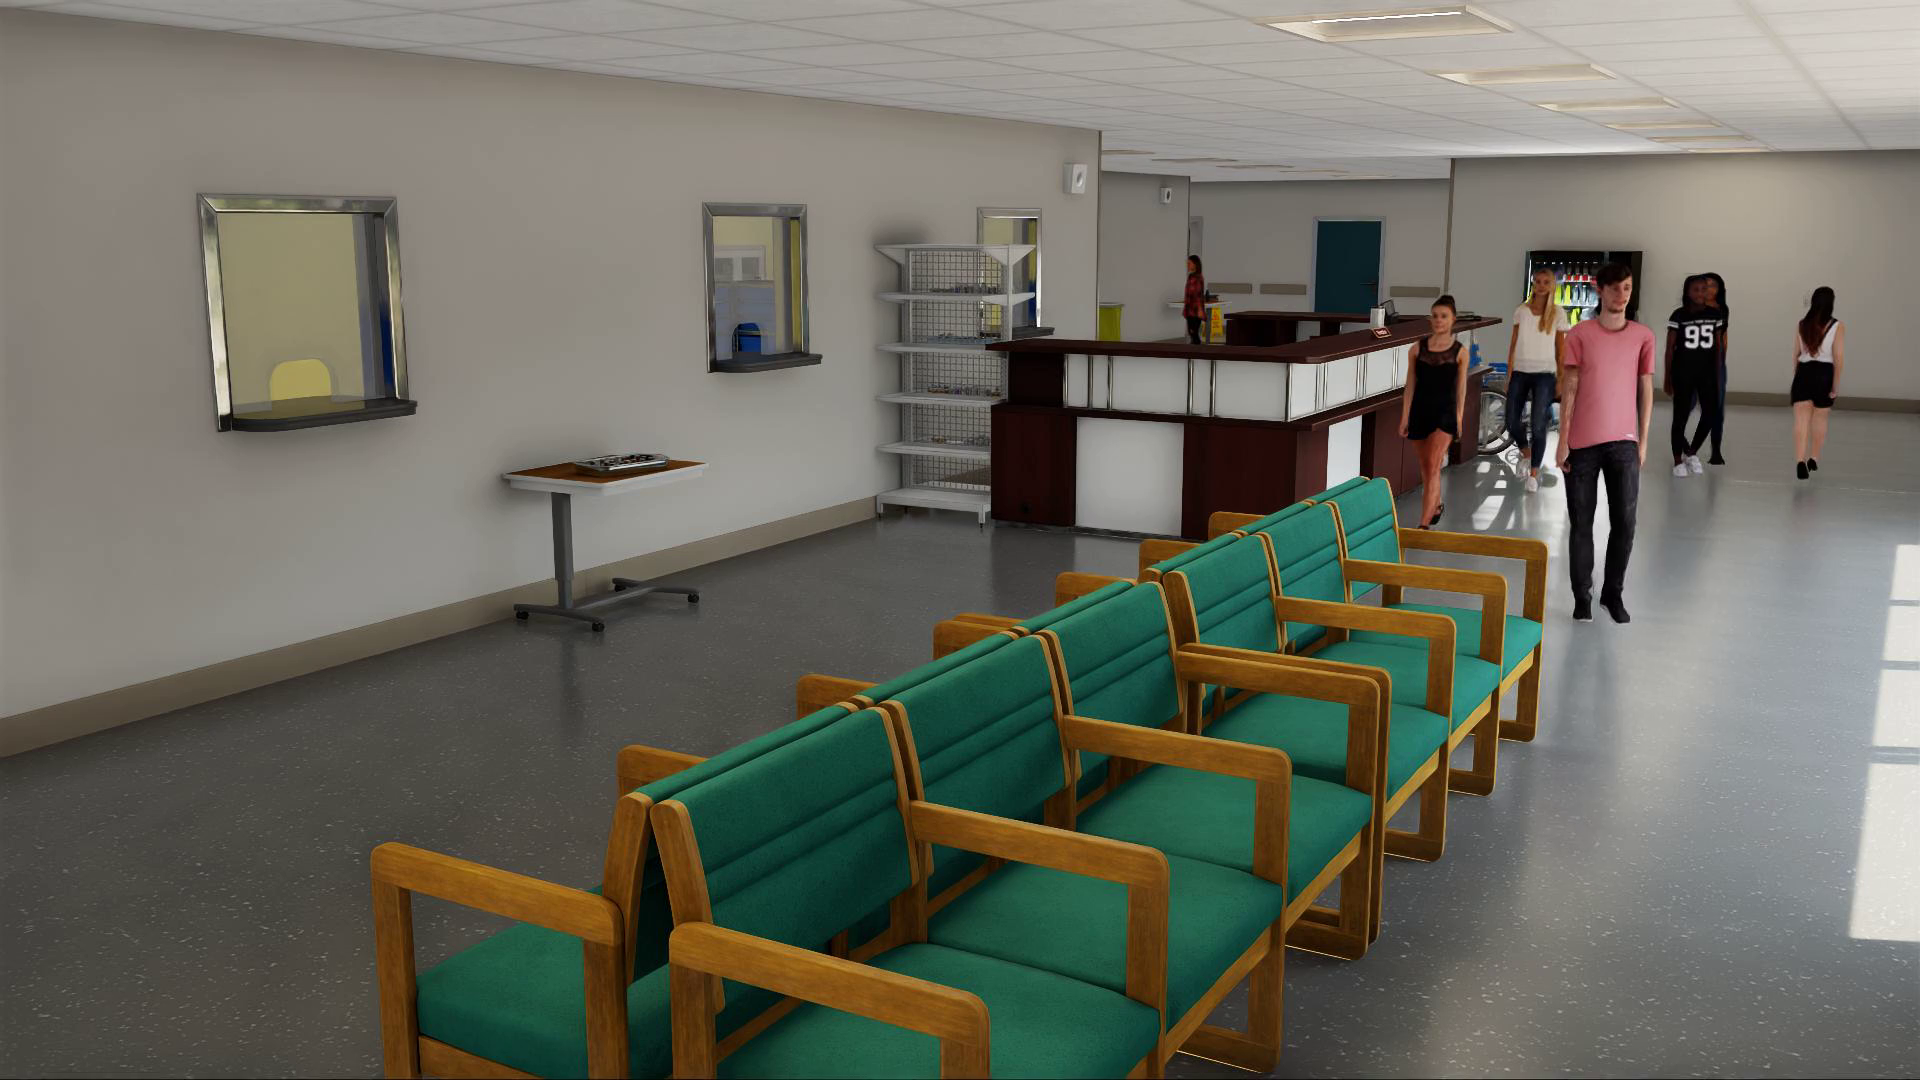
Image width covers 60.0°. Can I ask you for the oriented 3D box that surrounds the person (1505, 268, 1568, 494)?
[{"bbox_3d":[4.675,-1.290,13.496,0.687,1.797,0.685,7,13,33],"label":"person"}]

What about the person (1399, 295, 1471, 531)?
[{"bbox_3d":[3.293,-0.829,11.512,1.089,1.632,0.660,7,13,32],"label":"person"}]

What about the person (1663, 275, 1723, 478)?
[{"bbox_3d":[6.262,-1.399,14.284,0.721,1.718,0.814,1,11,5],"label":"person"}]

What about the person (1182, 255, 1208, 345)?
[{"bbox_3d":[3.596,-3.496,25.405,0.963,1.691,0.911,-3,11,-14],"label":"person"}]

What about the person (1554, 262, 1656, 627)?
[{"bbox_3d":[3.475,-0.522,9.057,0.666,1.944,0.781,3,11,15],"label":"person"}]

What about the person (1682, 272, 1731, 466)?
[{"bbox_3d":[6.680,-1.534,15.068,1.203,1.691,1.070,0,11,-3],"label":"person"}]

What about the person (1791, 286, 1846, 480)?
[{"bbox_3d":[7.111,-1.264,13.888,0.991,1.601,0.608,7,13,33],"label":"person"}]
